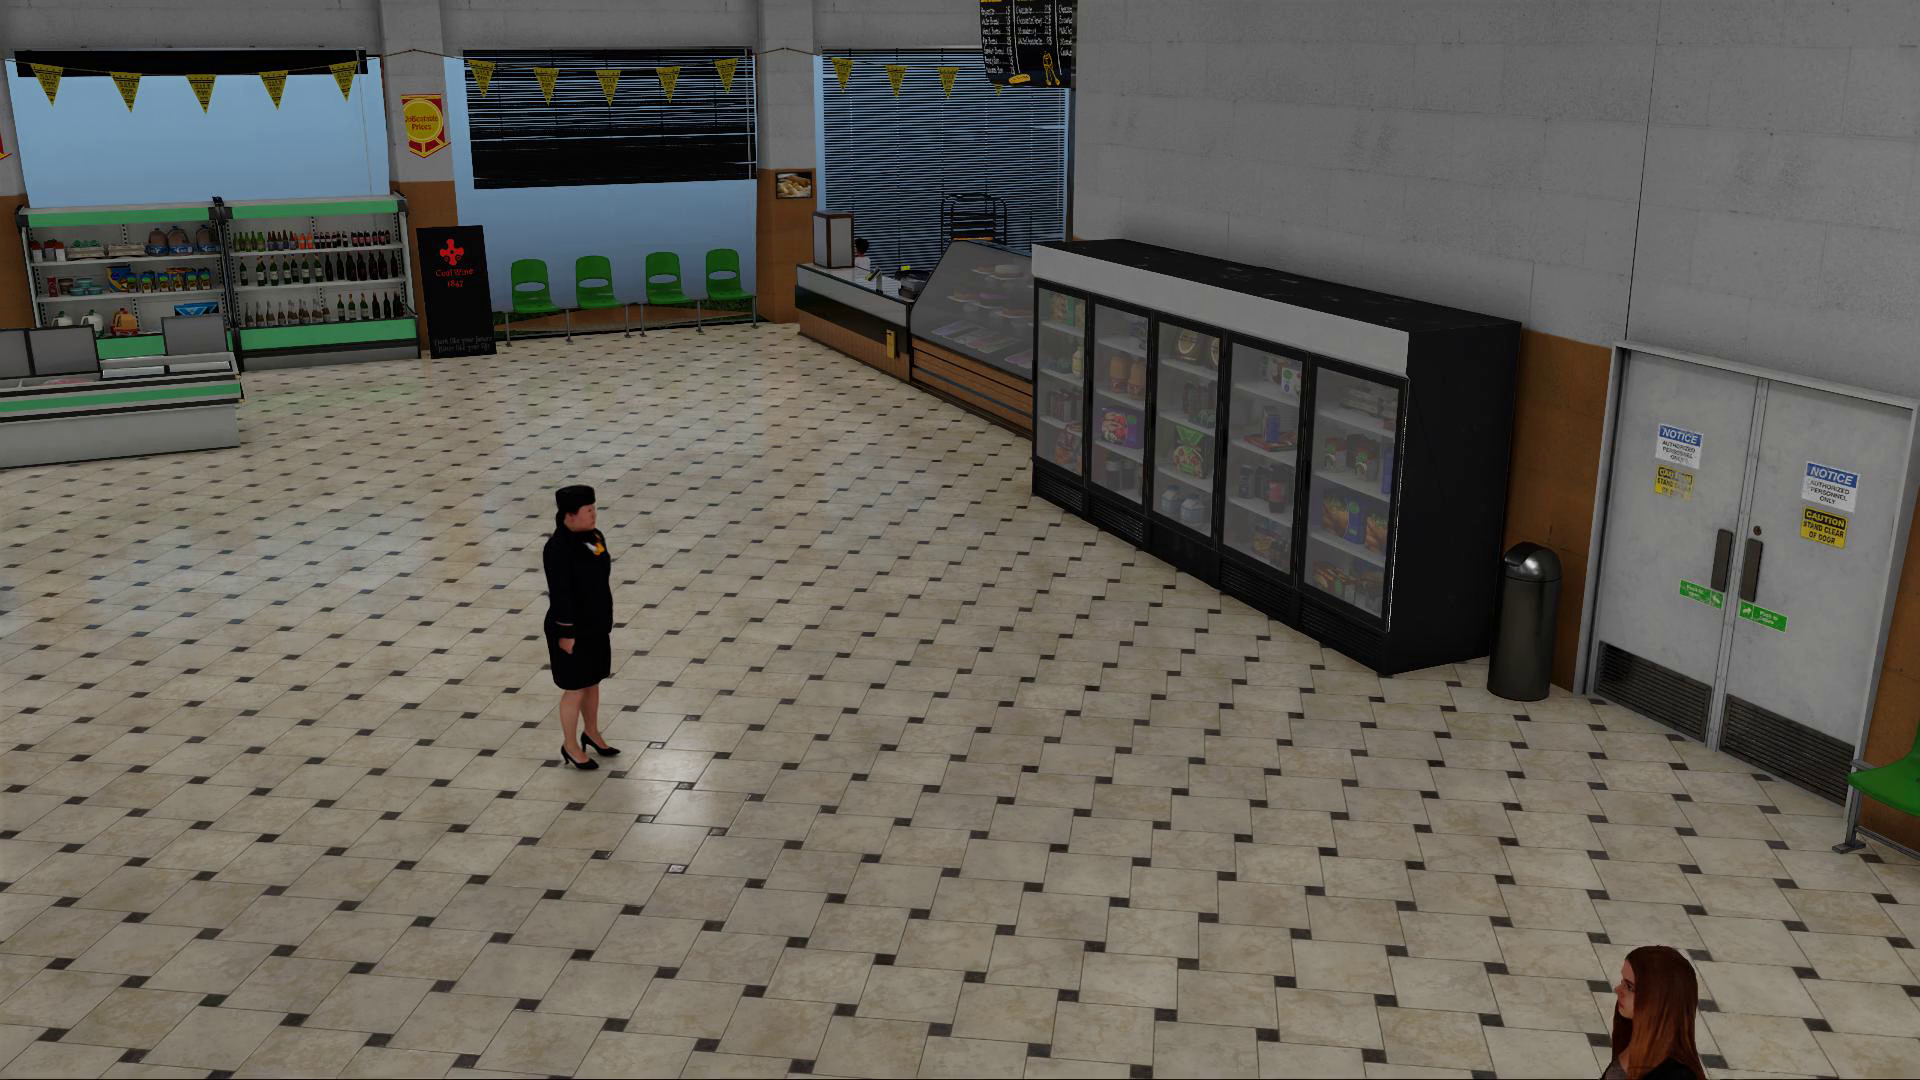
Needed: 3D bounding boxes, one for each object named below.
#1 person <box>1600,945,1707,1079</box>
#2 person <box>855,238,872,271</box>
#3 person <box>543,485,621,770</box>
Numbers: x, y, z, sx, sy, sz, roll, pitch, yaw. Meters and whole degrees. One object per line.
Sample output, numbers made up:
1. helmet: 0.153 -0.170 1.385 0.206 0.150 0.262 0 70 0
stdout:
1. person: 2.021 1.947 4.735 1.176 1.668 0.958 1 17 3
2. person: -1.430 -3.773 24.272 0.619 1.262 0.530 15 22 41
3. person: -2.183 0.493 9.520 0.853 1.671 0.798 5 18 17
